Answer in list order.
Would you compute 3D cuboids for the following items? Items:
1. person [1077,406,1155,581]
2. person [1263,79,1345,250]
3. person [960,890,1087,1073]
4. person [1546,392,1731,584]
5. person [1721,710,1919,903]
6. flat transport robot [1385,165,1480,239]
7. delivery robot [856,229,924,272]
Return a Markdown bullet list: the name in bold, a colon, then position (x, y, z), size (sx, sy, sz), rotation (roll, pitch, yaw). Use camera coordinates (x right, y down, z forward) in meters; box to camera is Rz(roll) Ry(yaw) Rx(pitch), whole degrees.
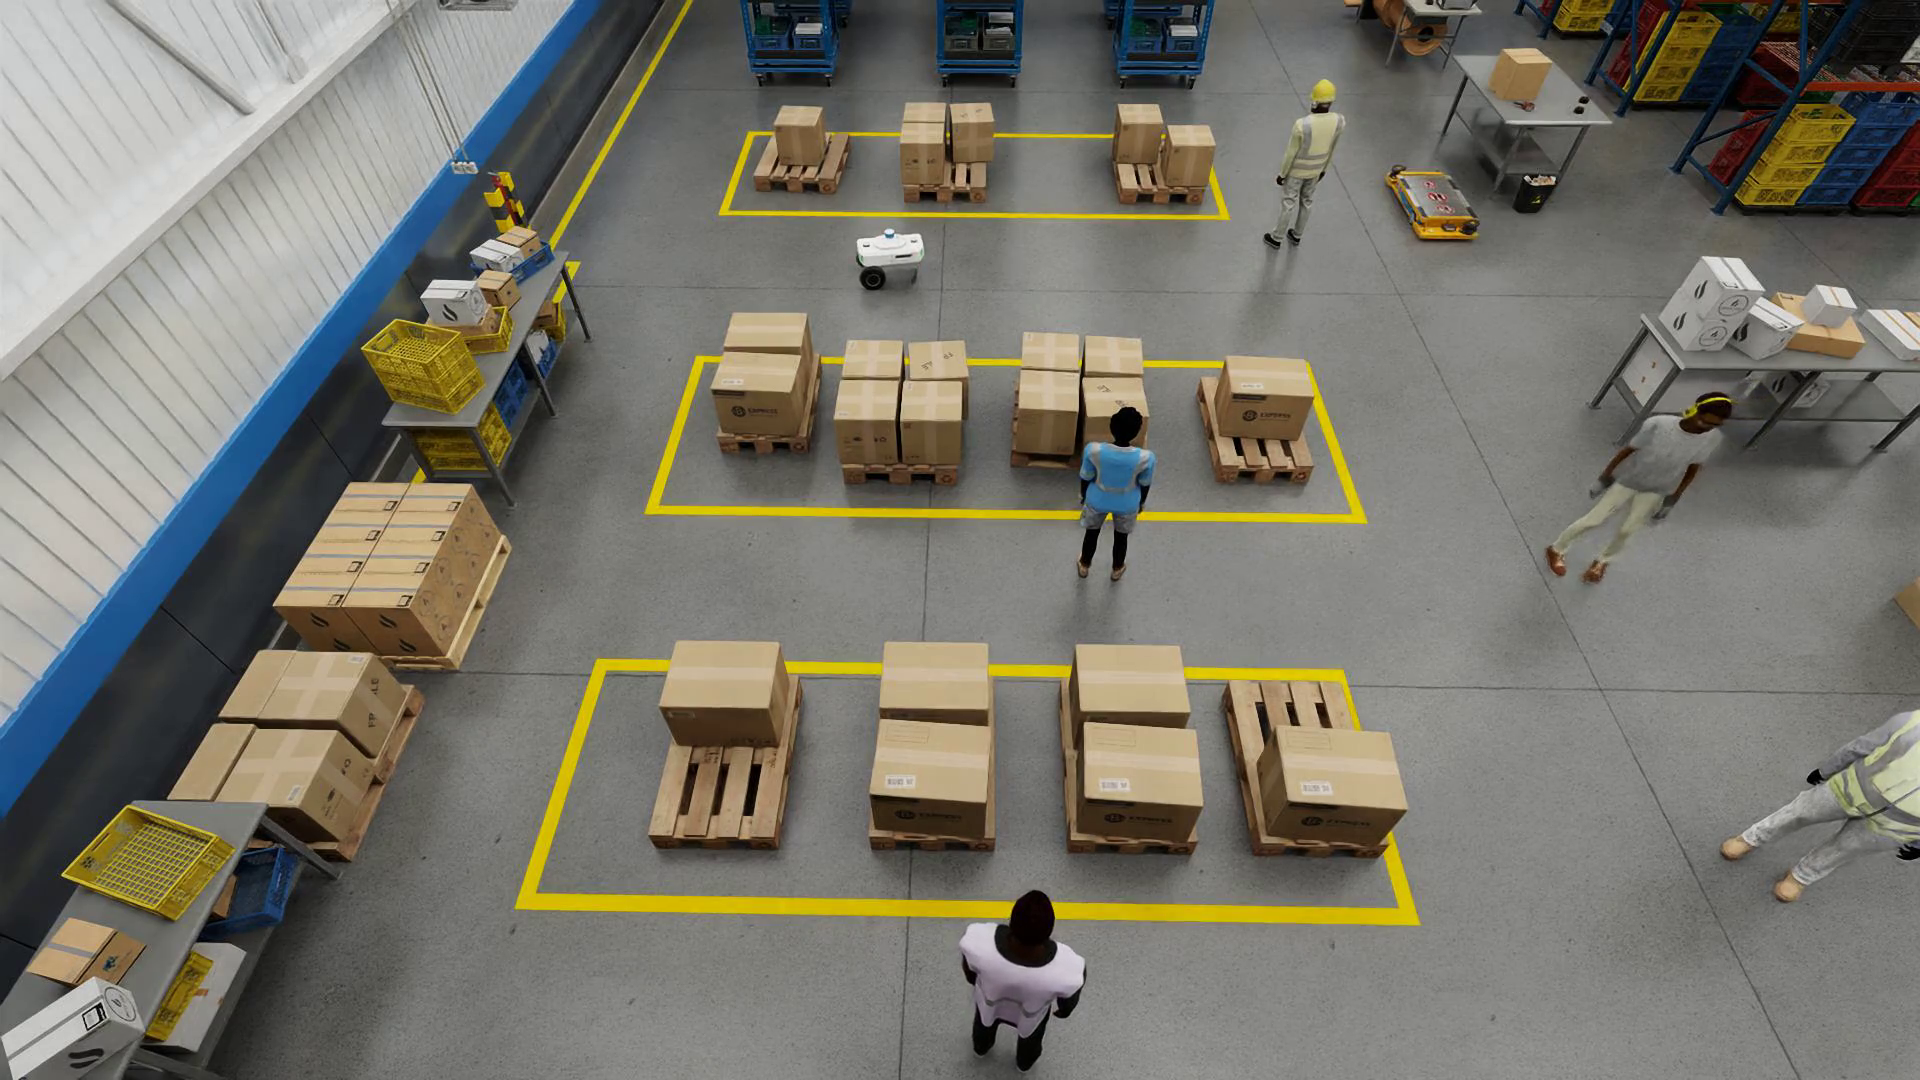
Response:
- **person**: position (1.139, -0.311, 6.847), size (0.541, 1.696, 0.315), rotation (8, 50, 7)
- **person**: position (3.756, -4.069, 10.011), size (0.589, 1.834, 0.404), rotation (-12, 50, -10)
- **person**: position (0.284, 2.229, 4.516), size (0.583, 1.908, 0.413), rotation (11, 50, 10)
- **person**: position (5.017, -0.393, 6.814), size (0.568, 1.853, 0.356), rotation (16, 51, 13)
- **person**: position (5.174, 1.507, 5.183), size (0.429, 1.839, 0.621), rotation (-26, 54, -21)
- **flat transport robot**: position (5.692, -4.094, 11.059), size (0.652, 0.197, 1.431), rotation (1, 49, 1)
- **delivery robot**: position (-0.757, -3.150, 9.995), size (0.707, 0.478, 0.477), rotation (-8, 50, -7)
